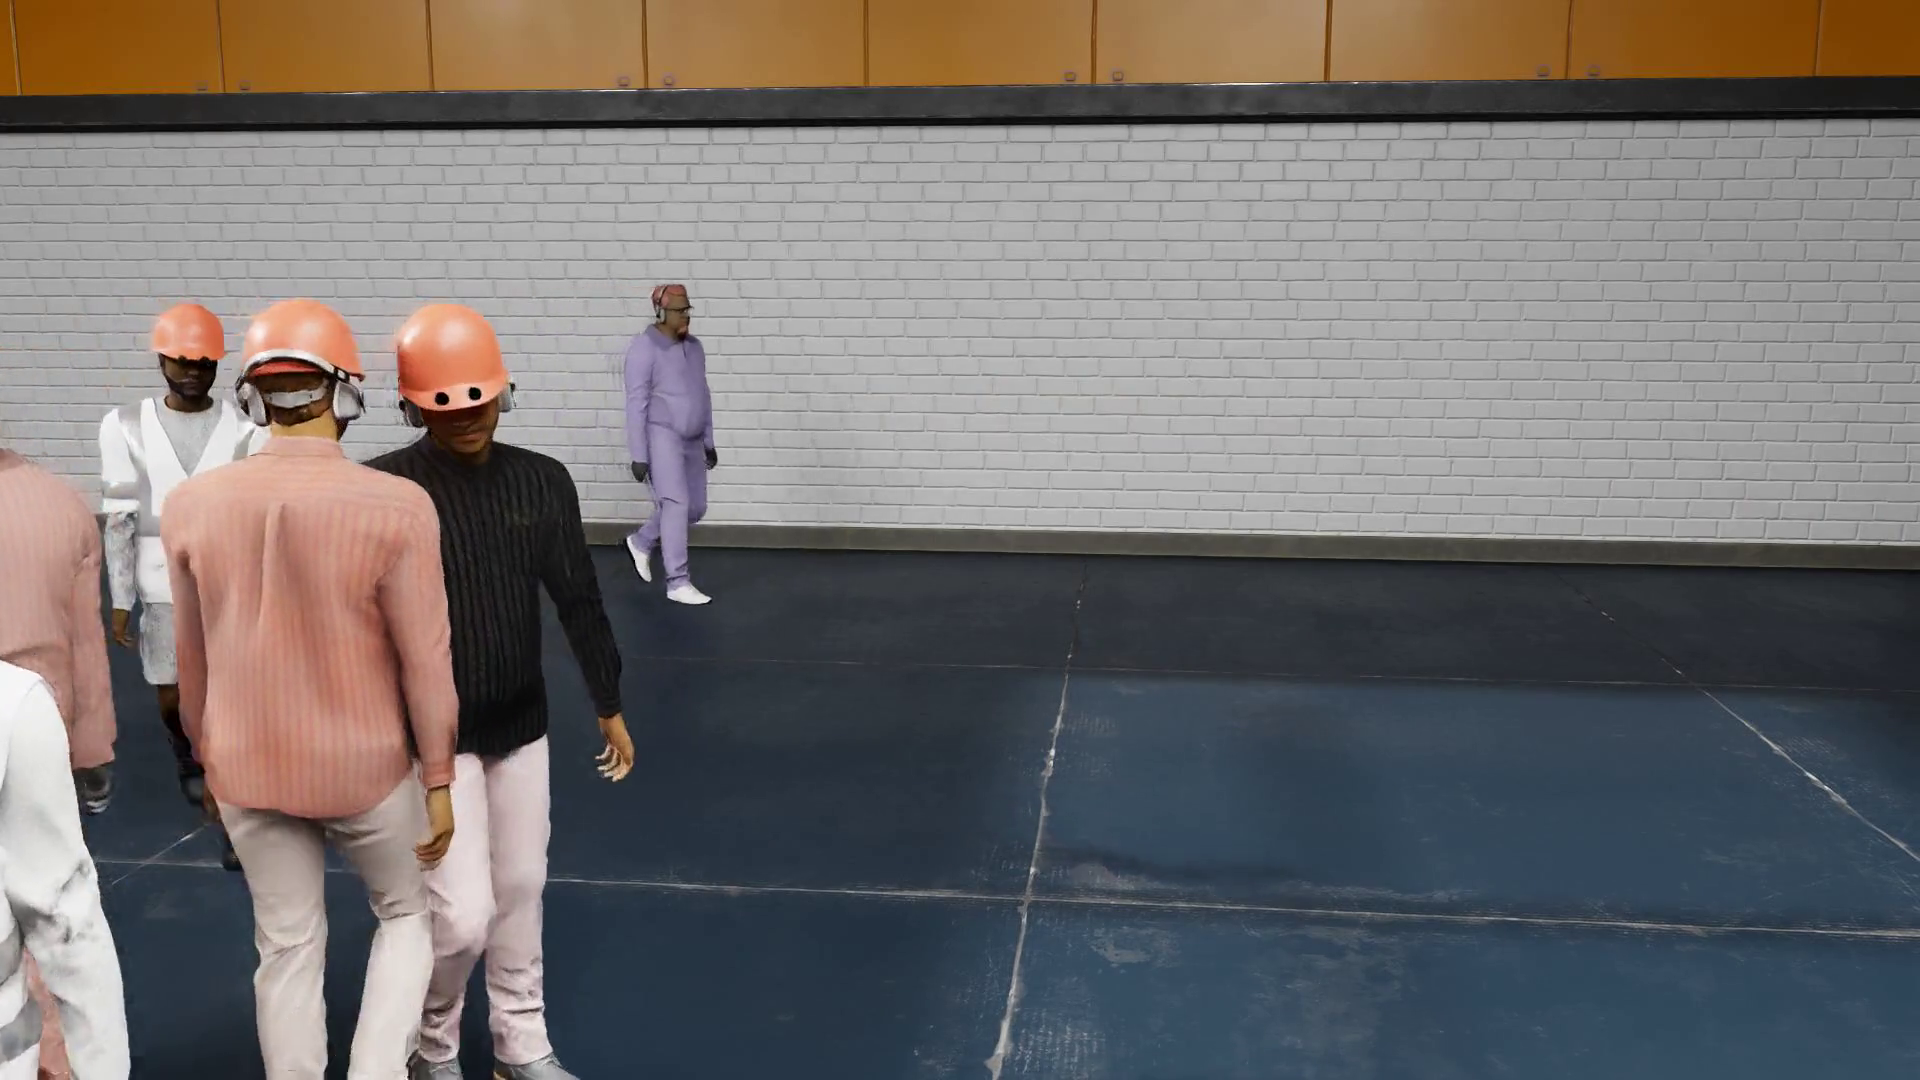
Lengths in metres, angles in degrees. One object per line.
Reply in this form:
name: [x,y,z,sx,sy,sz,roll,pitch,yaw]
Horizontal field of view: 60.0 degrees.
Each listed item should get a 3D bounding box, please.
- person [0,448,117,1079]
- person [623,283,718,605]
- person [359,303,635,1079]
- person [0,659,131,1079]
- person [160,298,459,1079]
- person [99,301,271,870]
person: [-2.213,0.499,3.781,0.897,1.866,0.631,3,10,19]
person: [-1.759,-0.572,9.829,0.651,1.885,0.650,5,11,25]
person: [-1.083,0.442,3.827,0.462,1.960,0.734,8,13,40]
person: [-1.440,0.800,2.100,0.591,1.839,0.958,-1,10,-5]
person: [-1.367,0.474,3.586,0.635,1.971,0.442,0,10,0]
person: [-2.643,0.127,5.774,0.554,1.912,0.813,-4,11,-24]
